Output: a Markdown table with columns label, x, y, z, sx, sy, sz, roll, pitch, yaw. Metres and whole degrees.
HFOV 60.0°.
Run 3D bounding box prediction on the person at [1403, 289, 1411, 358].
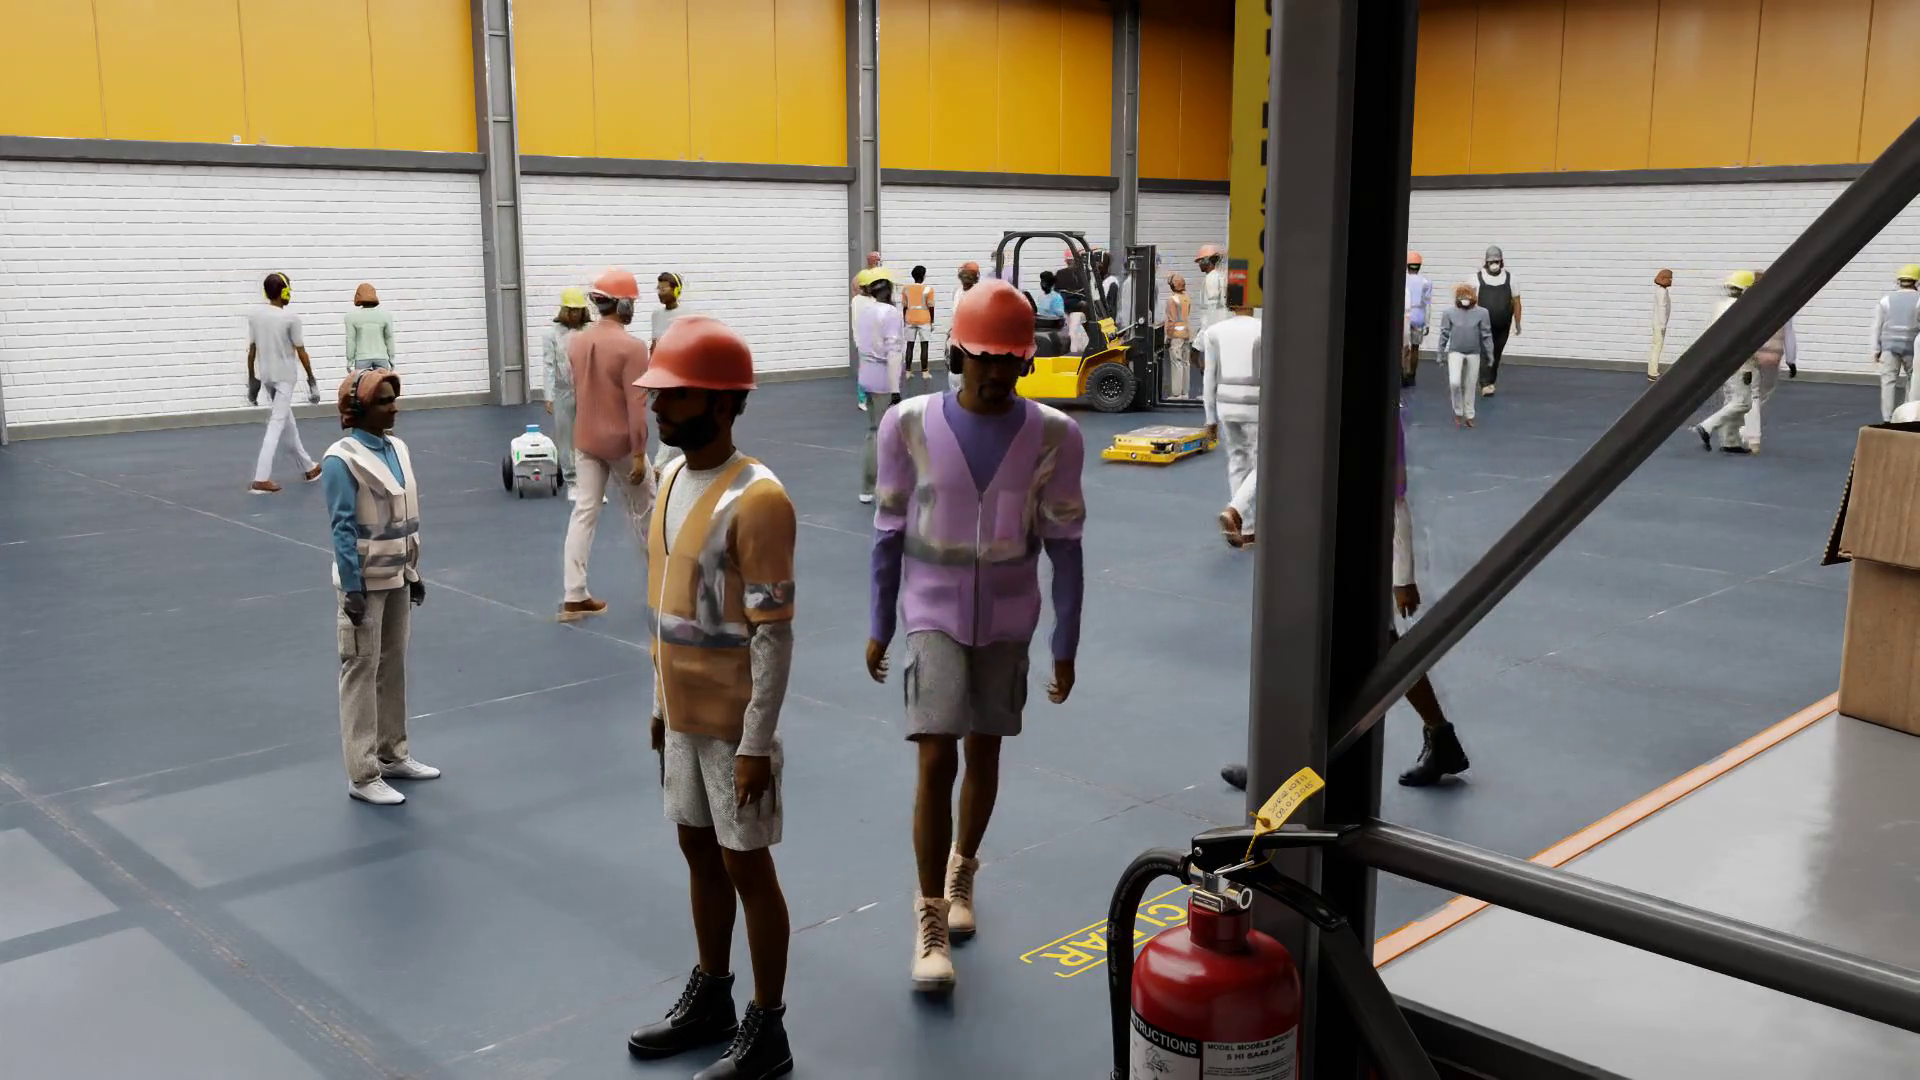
| label | x | y | z | sx | sy | sz | roll | pitch | yaw |
| --- | --- | --- | --- | --- | --- | --- | --- | --- | --- |
| person | 4.969 | -2.353 | 19.444 | 0.550 | 1.876 | 1.047 | 2 | 11 | 8 |

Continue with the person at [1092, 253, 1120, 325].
| label | x | y | z | sx | sy | sz | roll | pitch | yaw |
| --- | --- | --- | --- | --- | --- | --- | --- | --- | --- |
| person | 1.988 | -2.934 | 22.528 | 0.581 | 1.901 | 0.618 | -4 | 11 | -18 |

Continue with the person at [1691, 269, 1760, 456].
| label | x | y | z | sx | sy | sz | roll | pitch | yaw |
| --- | --- | --- | --- | --- | --- | --- | --- | --- | --- |
| person | 7.399 | -1.693 | 15.995 | 0.568 | 1.811 | 0.606 | 0 | 10 | 2 |

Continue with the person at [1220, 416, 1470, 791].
| label | x | y | z | sx | sy | sz | roll | pitch | yaw |
| --- | --- | --- | --- | --- | --- | --- | --- | --- | --- |
| person | 1.547 | 0.053 | 6.346 | 0.989 | 1.871 | 0.591 | 0 | 10 | -2 |

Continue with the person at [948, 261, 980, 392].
| label | x | y | z | sx | sy | sz | roll | pitch | yaw |
| --- | --- | --- | --- | --- | --- | --- | --- | --- | --- |
| person | 0.115 | -2.150 | 18.396 | 0.623 | 1.846 | 0.470 | 9 | 14 | 41 |

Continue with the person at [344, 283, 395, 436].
| label | x | y | z | sx | sy | sz | roll | pitch | yaw |
| --- | --- | --- | --- | --- | --- | --- | --- | --- | --- |
| person | -6.194 | -1.876 | 17.485 | 0.508 | 1.631 | 0.270 | -7 | 12 | -33 |

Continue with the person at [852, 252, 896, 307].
| label | x | y | z | sx | sy | sz | roll | pitch | yaw |
| --- | --- | --- | --- | --- | --- | --- | --- | --- | --- |
| person | -1.174 | -3.016 | 22.967 | 0.678 | 1.907 | 0.404 | 5 | 11 | 23 |

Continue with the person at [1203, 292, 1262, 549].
| label | x | y | z | sx | sy | sz | roll | pitch | yaw |
| --- | --- | --- | --- | --- | --- | --- | --- | --- | --- |
| person | 1.897 | -0.835 | 11.186 | 0.607 | 1.864 | 0.617 | 7 | 13 | 35 |

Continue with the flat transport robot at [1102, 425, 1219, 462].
| label | x | y | z | sx | sy | sz | roll | pitch | yaw |
| --- | --- | --- | --- | --- | --- | --- | --- | --- | --- |
| flat transport robot | 1.960 | -0.944 | 16.118 | 0.652 | 0.197 | 1.431 | 6 | 12 | 28 |

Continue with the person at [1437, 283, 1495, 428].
| label | x | y | z | sx | sy | sz | roll | pitch | yaw |
| --- | --- | --- | --- | --- | --- | --- | --- | --- | --- |
| person | 5.596 | -2.035 | 18.415 | 0.614 | 1.601 | 0.479 | 2 | 11 | 10 |

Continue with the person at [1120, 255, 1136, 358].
| label | x | y | z | sx | sy | sz | roll | pitch | yaw |
| --- | --- | --- | --- | --- | --- | --- | --- | --- | --- |
| person | 2.330 | -2.836 | 21.960 | 0.561 | 1.915 | 0.679 | 5 | 12 | 26 |

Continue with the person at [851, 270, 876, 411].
| label | x | y | z | sx | sy | sz | roll | pitch | yaw |
| --- | --- | --- | --- | --- | --- | --- | --- | --- | --- |
| person | -1.094 | -2.416 | 20.176 | 0.406 | 1.722 | 0.614 | 8 | 13 | 39 |

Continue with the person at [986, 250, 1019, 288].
| label | x | y | z | sx | sy | sz | roll | pitch | yaw |
| --- | --- | --- | --- | --- | --- | --- | --- | --- | --- |
| person | 0.655 | -3.519 | 25.731 | 0.635 | 1.911 | 0.481 | 10 | 15 | 44 |

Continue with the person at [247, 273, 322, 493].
| label | x | y | z | sx | sy | sz | roll | pitch | yaw |
| --- | --- | --- | --- | --- | --- | --- | --- | --- | --- |
| person | -5.664 | -1.330 | 14.009 | 0.538 | 1.813 | 0.993 | 4 | 11 | 20 |

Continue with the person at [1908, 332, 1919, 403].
| label | x | y | z | sx | sy | sz | roll | pitch | yaw |
| --- | --- | --- | --- | --- | --- | --- | --- | --- | --- |
| person | 5.989 | -0.636 | 9.891 | 0.635 | 1.939 | 0.362 | 9 | 14 | 41 |

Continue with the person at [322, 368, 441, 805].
| label | x | y | z | sx | sy | sz | roll | pitch | yaw |
| --- | --- | --- | --- | --- | --- | --- | --- | --- | --- |
| person | -2.212 | 0.168 | 6.323 | 0.309 | 1.641 | 0.513 | 2 | 11 | 9 |

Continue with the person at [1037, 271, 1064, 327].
| label | x | y | z | sx | sy | sz | roll | pitch | yaw |
| --- | --- | --- | --- | --- | --- | --- | --- | --- | --- |
| person | 1.145 | -2.812 | 22.527 | 0.886 | 1.637 | 0.559 | -4 | 11 | -22 |

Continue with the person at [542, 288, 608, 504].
| label | x | y | z | sx | sy | sz | roll | pitch | yaw |
| --- | --- | --- | --- | --- | --- | --- | --- | --- | --- |
| person | -3.048 | -1.128 | 13.202 | 0.498 | 1.714 | 0.775 | -4 | 11 | -19 |

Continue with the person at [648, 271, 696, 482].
| label | x | y | z | sx | sy | sz | roll | pitch | yaw |
| --- | --- | --- | --- | --- | --- | --- | --- | --- | --- |
| person | -2.491 | -1.432 | 14.582 | 0.529 | 1.823 | 0.972 | 8 | 13 | 37 |

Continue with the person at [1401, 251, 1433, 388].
| label | x | y | z | sx | sy | sz | roll | pitch | yaw |
| --- | --- | --- | --- | --- | --- | --- | --- | --- | --- |
| person | 6.331 | -3.087 | 23.350 | 0.555 | 1.911 | 0.824 | 3 | 11 | 14 |

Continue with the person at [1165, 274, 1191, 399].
| label | x | y | z | sx | sy | sz | roll | pitch | yaw |
| --- | --- | --- | --- | --- | --- | --- | --- | --- | --- |
| person | 2.790 | -2.584 | 21.339 | 0.314 | 1.636 | 0.515 | 7 | 13 | 34 |

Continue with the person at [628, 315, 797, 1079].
| label | x | y | z | sx | sy | sz | roll | pitch | yaw |
| --- | --- | --- | --- | --- | --- | --- | --- | --- | --- |
| person | -0.623 | 0.417 | 4.143 | 0.354 | 1.942 | 0.545 | -8 | 13 | -38 |

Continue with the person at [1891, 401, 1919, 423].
| label | x | y | z | sx | sy | sz | roll | pitch | yaw |
| --- | --- | --- | --- | --- | --- | --- | --- | --- | --- |
| person | 4.765 | -0.128 | 8.069 | 0.533 | 1.593 | 0.869 | 8 | 13 | 36 |

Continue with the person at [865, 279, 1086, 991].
| label | x | y | z | sx | sy | sz | roll | pitch | yaw |
| --- | --- | --- | --- | --- | --- | --- | --- | --- | --- |
| person | 0.053 | 0.272 | 4.765 | 0.634 | 1.999 | 0.901 | -1 | 10 | -5 |

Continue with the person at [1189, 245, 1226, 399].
| label | x | y | z | sx | sy | sz | roll | pitch | yaw |
| --- | --- | --- | --- | --- | --- | --- | --- | --- | --- |
| person | 3.165 | -2.717 | 21.053 | 0.539 | 2.005 | 0.620 | 3 | 11 | 18 |

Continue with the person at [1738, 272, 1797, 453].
| label | x | y | z | sx | sy | sz | roll | pitch | yaw |
| --- | --- | --- | --- | --- | --- | --- | --- | --- | --- |
| person | 7.909 | -1.767 | 16.524 | 0.683 | 1.787 | 0.885 | 2 | 11 | 9 |

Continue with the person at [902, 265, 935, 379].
| label | x | y | z | sx | sy | sz | roll | pitch | yaw |
| --- | --- | --- | --- | --- | --- | --- | --- | --- | --- |
| person | -0.614 | -3.224 | 24.684 | 0.535 | 1.690 | 0.319 | 4 | 11 | 21 |

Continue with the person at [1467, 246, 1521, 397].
| label | x | y | z | sx | sy | sz | roll | pitch | yaw |
| --- | --- | --- | --- | --- | --- | --- | --- | --- | --- |
| person | 7.135 | -2.953 | 22.248 | 0.697 | 2.000 | 1.018 | 1 | 10 | 6 |

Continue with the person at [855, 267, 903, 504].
| label | x | y | z | sx | sy | sz | roll | pitch | yaw |
| --- | --- | --- | --- | --- | --- | --- | --- | --- | --- |
| person | -0.592 | -1.193 | 13.110 | 0.382 | 1.879 | 0.718 | -6 | 12 | -29 |

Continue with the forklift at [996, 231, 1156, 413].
| label | x | y | z | sx | sy | sz | roll | pitch | yaw |
| --- | --- | --- | --- | --- | --- | --- | --- | --- | --- |
| forklift | 1.222 | -2.721 | 20.561 | 2.313 | 2.155 | 1.214 | 2 | 11 | 13 |

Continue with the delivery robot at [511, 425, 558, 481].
| label | x | y | z | sx | sy | sz | roll | pitch | yaw |
| --- | --- | --- | --- | --- | --- | --- | --- | --- | --- |
| delivery robot | -3.548 | -0.715 | 13.844 | 0.477 | 0.478 | 0.707 | -3 | 11 | -17 |

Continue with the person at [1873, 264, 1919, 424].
| label | x | y | z | sx | sy | sz | roll | pitch | yaw |
| --- | --- | --- | --- | --- | --- | --- | --- | --- | --- |
| person | 10.458 | -2.132 | 18.387 | 0.620 | 1.809 | 0.732 | 10 | 14 | 42 |

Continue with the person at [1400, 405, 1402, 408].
| label | x | y | z | sx | sy | sz | roll | pitch | yaw |
| --- | --- | --- | --- | --- | --- | --- | --- | --- | --- |
| person | 5.297 | -2.505 | 20.656 | 0.651 | 1.728 | 0.530 | 5 | 11 | 24 |

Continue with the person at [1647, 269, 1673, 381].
| label | x | y | z | sx | sy | sz | roll | pitch | yaw |
| --- | --- | --- | --- | --- | --- | --- | --- | --- | --- |
| person | 10.301 | -3.150 | 24.432 | 0.277 | 1.633 | 0.507 | 3 | 11 | 16 |

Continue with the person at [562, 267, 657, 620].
| label | x | y | z | sx | sy | sz | roll | pitch | yaw |
| --- | --- | --- | --- | --- | --- | --- | --- | --- | --- |
| person | -1.909 | -0.557 | 9.428 | 0.634 | 1.938 | 1.012 | 7 | 12 | 33 |

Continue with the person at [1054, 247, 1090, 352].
| label | x | y | z | sx | sy | sz | roll | pitch | yaw |
| --- | --- | --- | --- | --- | --- | --- | --- | --- | --- |
| person | 1.765 | -3.575 | 25.850 | 0.628 | 1.970 | 0.683 | 7 | 12 | 33 |

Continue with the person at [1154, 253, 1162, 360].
| label | x | y | z | sx | sy | sz | roll | pitch | yaw |
| --- | --- | --- | --- | --- | --- | --- | --- | --- | --- |
| person | 2.498 | -2.892 | 22.242 | 0.438 | 1.916 | 0.720 | -1 | 10 | -7 |
